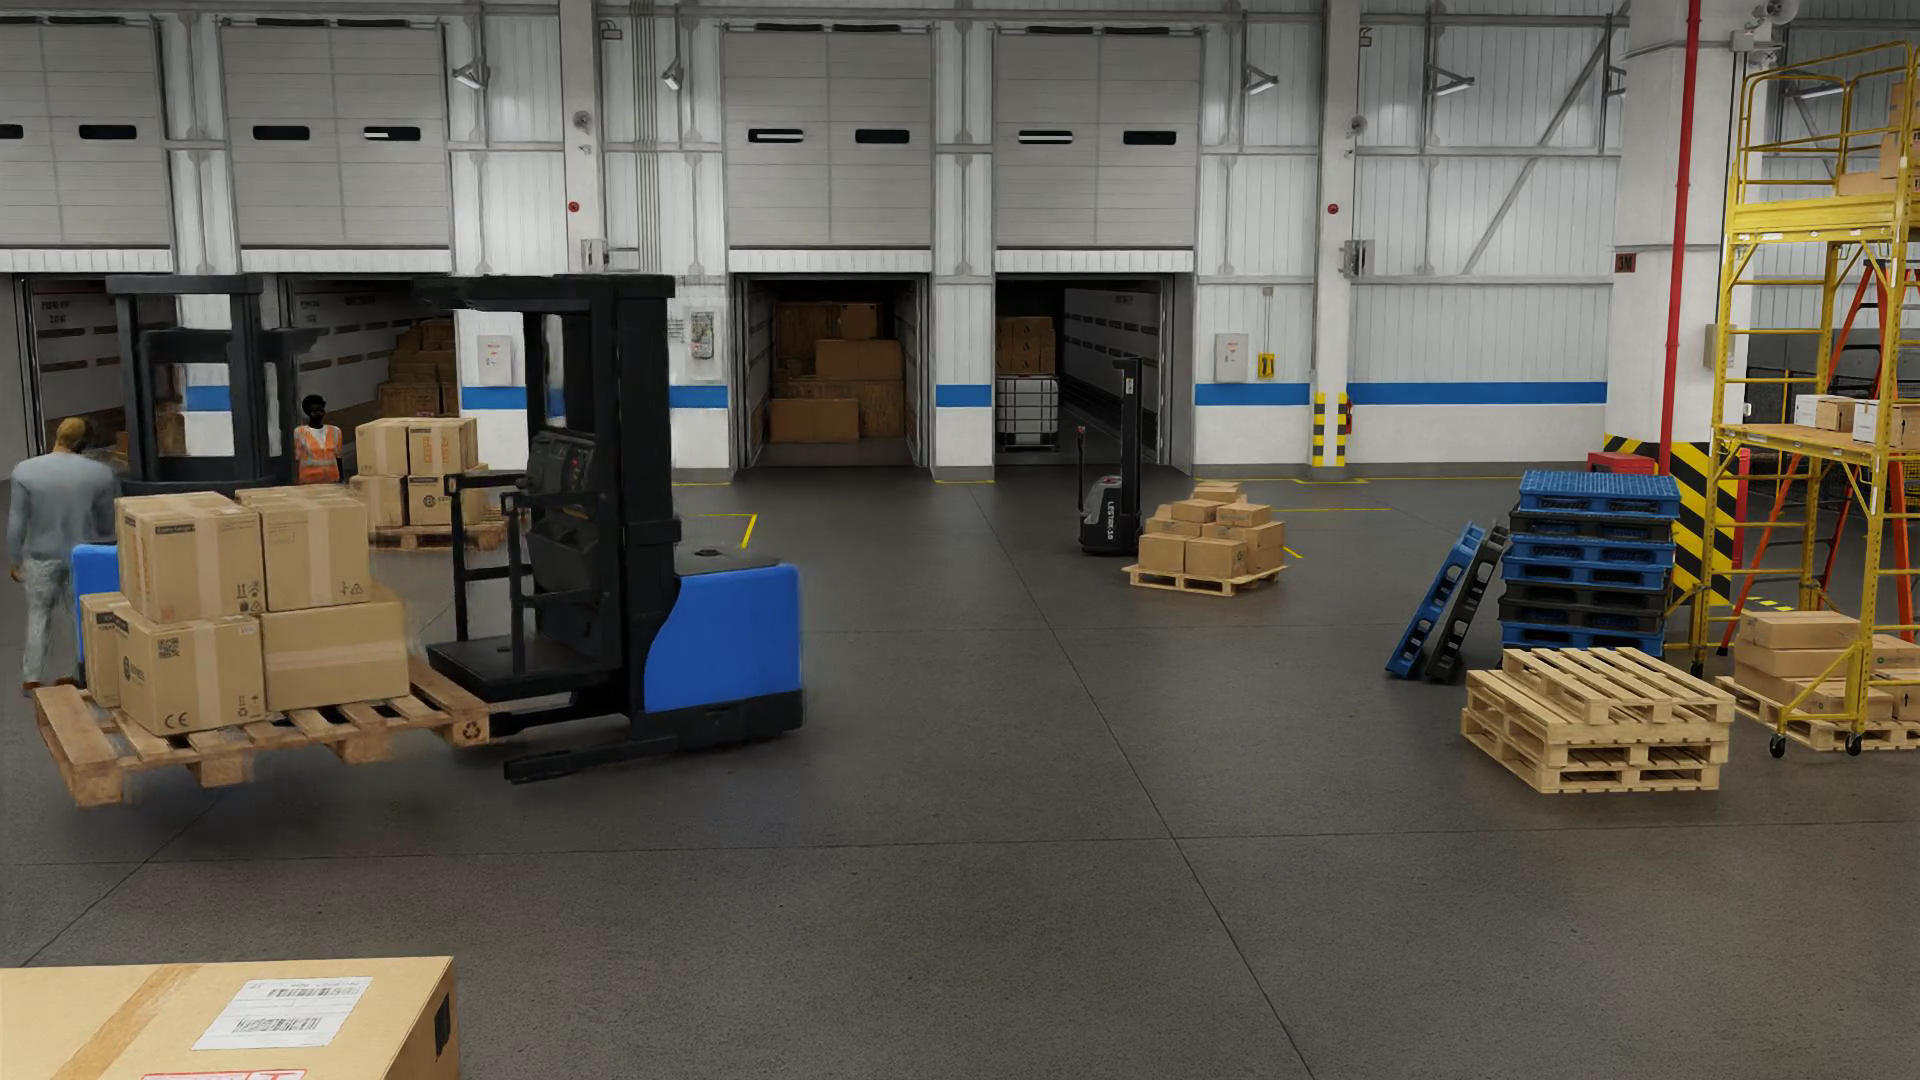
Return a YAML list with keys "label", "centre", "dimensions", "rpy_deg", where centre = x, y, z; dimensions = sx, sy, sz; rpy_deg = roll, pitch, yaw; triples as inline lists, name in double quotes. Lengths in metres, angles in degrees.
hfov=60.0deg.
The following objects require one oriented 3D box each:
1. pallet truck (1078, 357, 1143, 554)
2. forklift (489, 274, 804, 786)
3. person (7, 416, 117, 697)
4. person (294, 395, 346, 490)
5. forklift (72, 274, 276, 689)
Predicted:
- label: "pallet truck"
  centre: [2.088, -0.836, 16.757]
  dimensions: [1.885, 1.965, 0.823]
  rpy_deg: [2, 9, 13]
- label: "forklift"
  centre: [-1.982, -0.172, 9.826]
  dimensions: [1.873, 2.768, 1.129]
  rpy_deg: [-6, 11, -34]
- label: "person"
  centre: [-6.015, 0.125, 11.099]
  dimensions: [0.483, 1.894, 0.717]
  rpy_deg: [9, 13, 44]
- label: "person"
  centre: [-6.096, -0.534, 15.807]
  dimensions: [0.319, 1.696, 0.532]
  rpy_deg: [9, 13, 44]
- label: "forklift"
  centre: [-5.266, -0.440, 11.507]
  dimensions: [1.129, 2.768, 1.873]
  rpy_deg: [-1, 9, -4]
